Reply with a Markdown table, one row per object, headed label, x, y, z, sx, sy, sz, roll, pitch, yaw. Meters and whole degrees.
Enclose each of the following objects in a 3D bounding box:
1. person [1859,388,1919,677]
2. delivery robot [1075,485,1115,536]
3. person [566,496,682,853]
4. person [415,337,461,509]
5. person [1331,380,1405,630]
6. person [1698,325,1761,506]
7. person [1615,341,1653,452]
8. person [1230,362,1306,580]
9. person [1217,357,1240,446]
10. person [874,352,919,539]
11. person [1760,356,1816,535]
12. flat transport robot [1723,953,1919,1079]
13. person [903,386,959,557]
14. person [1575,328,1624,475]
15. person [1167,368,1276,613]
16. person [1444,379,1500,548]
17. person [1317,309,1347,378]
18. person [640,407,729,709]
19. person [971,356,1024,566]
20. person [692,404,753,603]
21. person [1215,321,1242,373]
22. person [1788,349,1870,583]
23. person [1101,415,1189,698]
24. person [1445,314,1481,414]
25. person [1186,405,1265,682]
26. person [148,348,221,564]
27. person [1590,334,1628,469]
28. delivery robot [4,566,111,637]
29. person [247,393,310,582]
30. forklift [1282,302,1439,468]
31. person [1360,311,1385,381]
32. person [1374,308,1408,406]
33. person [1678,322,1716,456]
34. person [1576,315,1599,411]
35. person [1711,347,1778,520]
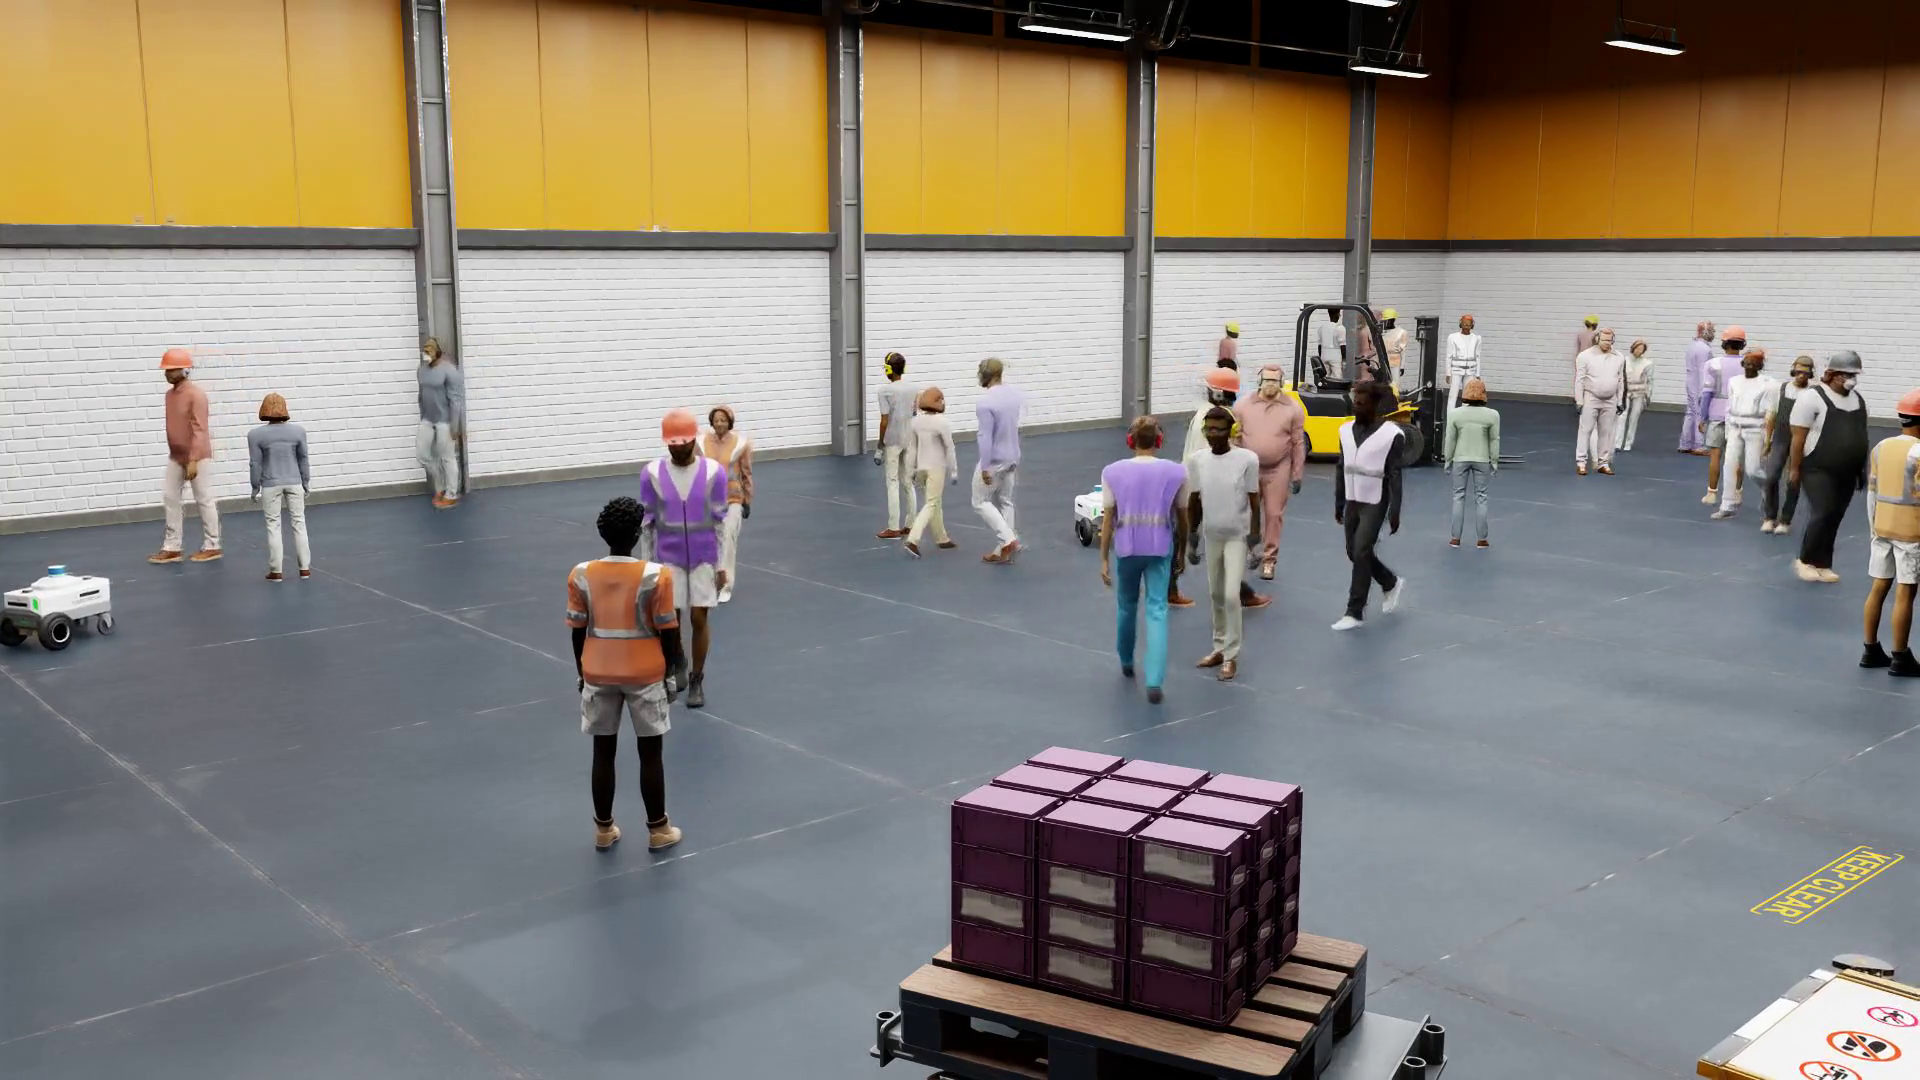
| label | x | y | z | sx | sy | sz | roll | pitch | yaw |
| --- | --- | --- | --- | --- | --- | --- | --- | --- | --- |
| person | 6.363 | -0.055 | 11.203 | 0.372 | 1.939 | 0.544 | -2 | 10 | -11 |
| delivery robot | 1.376 | -0.298 | 16.399 | 0.477 | 0.478 | 0.707 | -2 | 10 | -12 |
| person | -1.578 | 0.640 | 7.840 | 0.536 | 1.696 | 0.322 | 1 | 10 | 9 |
| person | -5.796 | -1.292 | 18.487 | 0.649 | 1.922 | 0.466 | 6 | 11 | 30 |
| person | 3.147 | -0.281 | 12.699 | 0.814 | 1.894 | 0.601 | -7 | 12 | -34 |
| person | 8.655 | -1.395 | 18.752 | 0.616 | 2.039 | 0.384 | 2 | 10 | 11 |
| person | 9.614 | -2.040 | 23.788 | 0.536 | 1.593 | 0.824 | 4 | 11 | 24 |
| person | 2.686 | -0.608 | 14.545 | 0.674 | 1.892 | 0.442 | 3 | 10 | 16 |
| person | 3.101 | -1.235 | 18.849 | 0.517 | 1.678 | 0.542 | 2 | 10 | 13 |
| person | -0.636 | -0.938 | 16.584 | 0.510 | 1.871 | 0.329 | -9 | 13 | -42 |
| person | 8.348 | -0.936 | 16.706 | 0.542 | 1.819 | 0.539 | 7 | 12 | 36 |
| flat transport robot | 3.023 | 1.745 | 5.542 | 1.431 | 0.197 | 0.652 | -9 | 13 | -43 |
| person | -0.291 | -0.647 | 15.678 | 0.801 | 1.603 | 0.504 | -9 | 13 | -43 |
| person | 8.245 | -1.780 | 21.423 | 0.639 | 1.902 | 0.407 | -1 | 10 | -4 |
| person | 2.035 | -0.387 | 13.136 | 0.998 | 1.930 | 0.644 | 1 | 10 | 4 |
| person | 4.941 | -0.735 | 16.076 | 0.505 | 1.632 | 0.269 | 3 | 10 | 17 |
| person | 6.626 | -3.205 | 29.567 | 0.367 | 1.966 | 0.606 | -8 | 12 | -39 |
| person | -1.708 | 0.111 | 10.375 | 0.549 | 1.898 | 0.552 | -1 | 10 | -7 |
| person | 0.357 | -0.699 | 15.053 | 0.467 | 1.922 | 0.640 | 7 | 12 | 35 |
| person | -1.948 | -0.329 | 13.728 | 0.521 | 1.617 | 0.648 | 1 | 10 | 9 |
| person | 4.499 | -2.807 | 27.937 | 0.496 | 1.723 | 0.531 | -3 | 10 | -18 |
| person | 7.491 | -0.625 | 14.246 | 0.698 | 2.000 | 0.536 | -2 | 10 | -14 |
| person | 1.197 | 0.089 | 10.815 | 0.573 | 1.790 | 1.003 | 1 | 10 | 4 |
| person | 8.069 | -2.672 | 26.679 | 0.573 | 1.887 | 0.354 | -1 | 10 | -4 |
| person | 1.747 | 0.015 | 11.137 | 0.558 | 1.831 | 0.659 | 6 | 11 | 31 |
| person | -7.139 | -0.755 | 15.224 | 0.633 | 1.989 | 0.593 | 6 | 11 | 31 |
| person | 8.596 | -1.871 | 22.278 | 0.668 | 1.792 | 0.856 | 4 | 10 | 22 |
| delivery robot | -6.577 | 0.430 | 12.137 | 0.477 | 0.478 | 0.707 | 3 | 10 | 19 |
| person | -5.898 | -0.455 | 14.439 | 0.498 | 1.634 | 0.278 | -7 | 12 | -34 |
| forklift | 5.320 | -2.157 | 22.763 | 2.313 | 2.155 | 1.214 | 3 | 10 | 16 |
| person | 7.409 | -3.113 | 29.395 | 0.630 | 1.848 | 0.973 | 9 | 13 | 43 |
| person | 7.446 | -3.053 | 28.834 | 0.587 | 1.918 | 0.409 | 8 | 12 | 38 |
| person | 10.522 | -2.127 | 23.558 | 0.533 | 1.903 | 0.672 | 1 | 10 | 8 |
| person | 11.437 | -3.214 | 30.251 | 0.418 | 1.756 | 0.529 | -6 | 11 | -31 |
| person | 8.463 | -1.136 | 17.776 | 0.729 | 1.862 | 0.592 | -5 | 11 | -29 |
